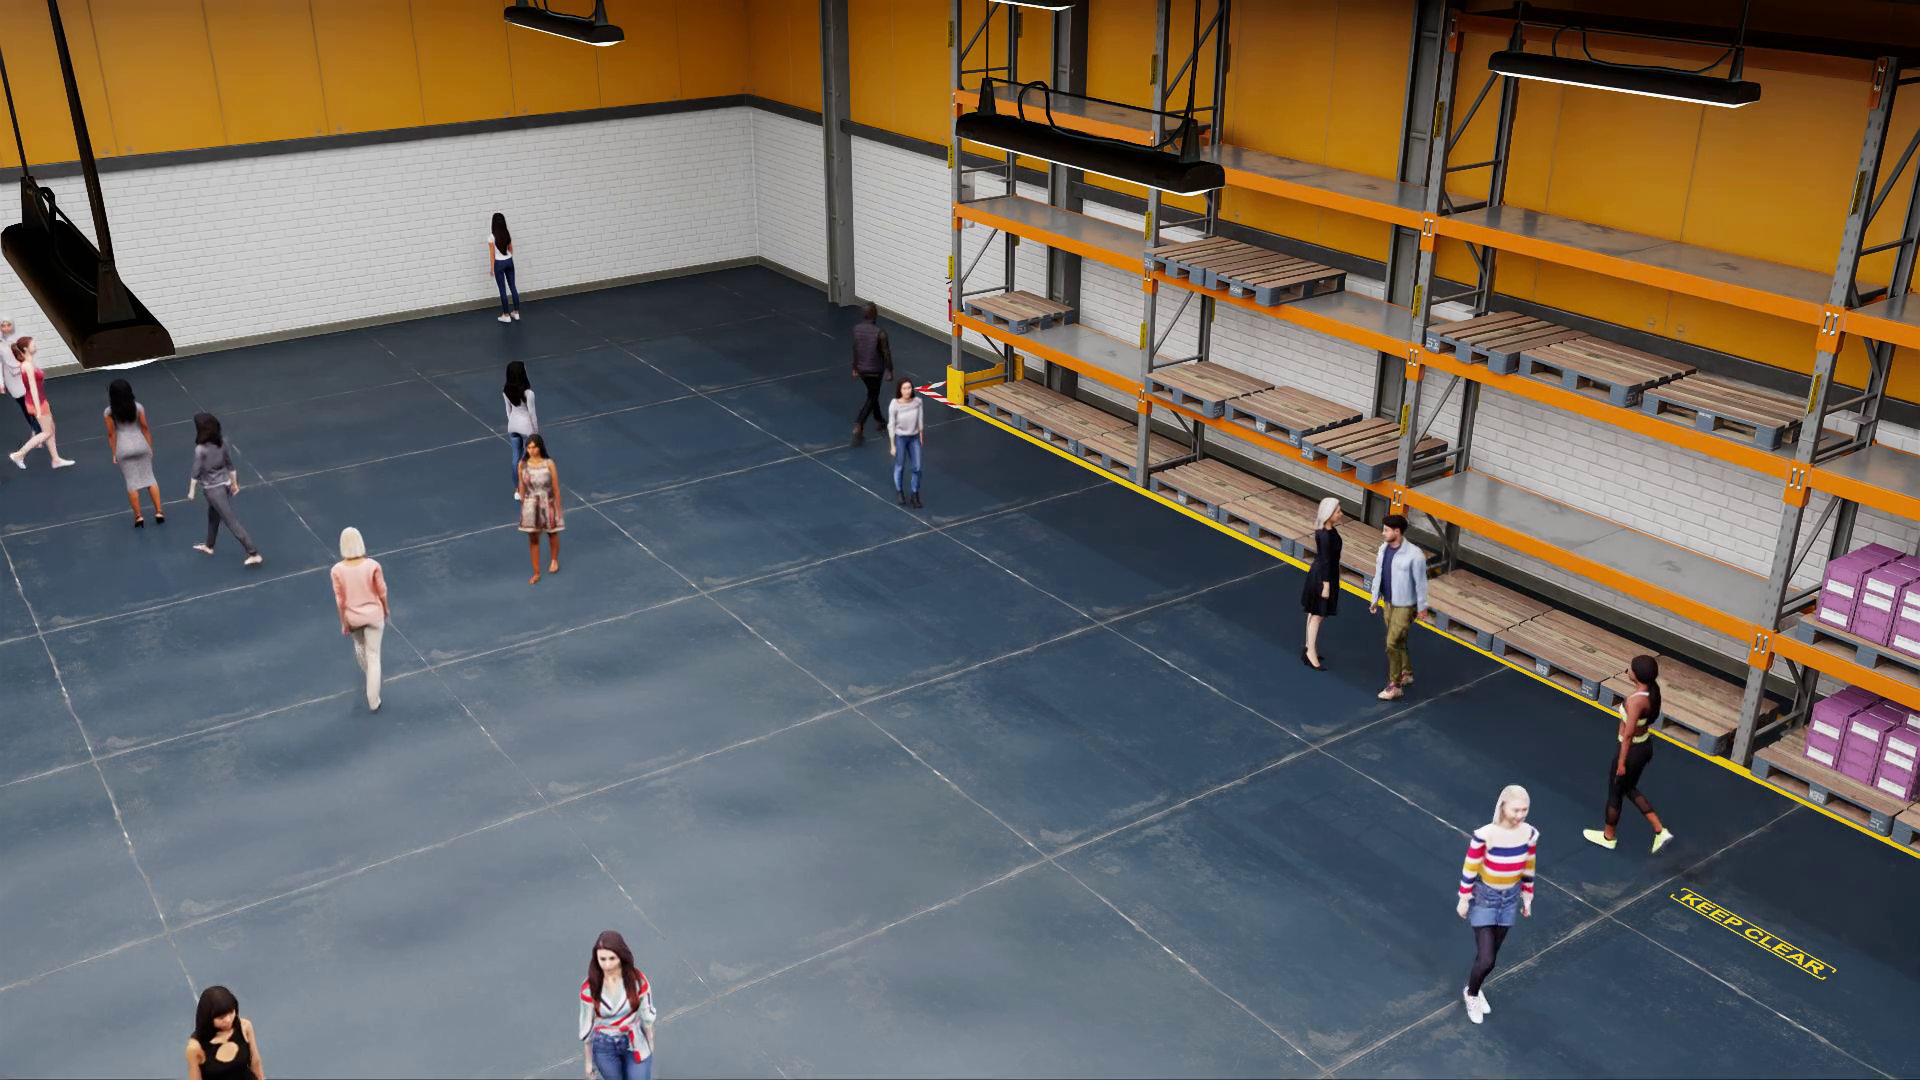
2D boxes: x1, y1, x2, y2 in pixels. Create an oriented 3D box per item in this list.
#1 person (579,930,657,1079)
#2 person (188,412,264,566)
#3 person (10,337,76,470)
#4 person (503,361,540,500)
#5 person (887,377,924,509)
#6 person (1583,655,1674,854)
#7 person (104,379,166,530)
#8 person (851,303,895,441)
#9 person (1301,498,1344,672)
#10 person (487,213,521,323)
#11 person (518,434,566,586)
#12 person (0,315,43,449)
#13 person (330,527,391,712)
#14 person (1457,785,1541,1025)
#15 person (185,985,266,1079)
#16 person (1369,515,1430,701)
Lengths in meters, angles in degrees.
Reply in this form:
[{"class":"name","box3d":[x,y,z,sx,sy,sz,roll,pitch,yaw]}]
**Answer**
[{"class":"person","box3d":[-2.058,3.024,10.113,0.710,1.601,0.738,-2,24,-5]},{"class":"person","box3d":[-7.975,-0.501,18.038,1.227,1.711,1.079,7,25,16]},{"class":"person","box3d":[-11.552,-1.657,20.658,0.644,1.731,0.867,-17,29,-34]},{"class":"person","box3d":[-5.230,-1.296,19.828,0.624,1.735,0.735,10,26,22]},{"class":"person","box3d":[-0.683,-1.183,19.722,0.707,1.612,0.782,-9,25,-19]},{"class":"person","box3d":[5.319,1.707,12.948,0.637,1.742,0.923,-20,31,-38]},{"class":"person","box3d":[-9.486,-0.995,19.084,0.587,1.780,0.524,-16,28,-32]},{"class":"person","box3d":[-1.212,-2.170,21.747,1.213,1.800,1.075,14,27,30]},{"class":"person","box3d":[3.480,0.400,15.934,0.758,1.746,0.699,4,24,10]},{"class":"person","box3d":[-7.379,-4.422,26.930,0.588,1.775,0.632,20,30,38]},{"class":"person","box3d":[-4.477,-0.400,17.923,0.892,1.620,0.996,-1,24,-3]},{"class":"person","box3d":[-12.214,-2.089,21.631,0.798,1.744,1.059,-7,25,-16]},{"class":"person","box3d":[-5.456,0.752,15.210,0.887,1.681,1.174,-5,24,-11]},{"class":"person","box3d":[3.578,2.405,11.286,0.764,1.796,0.760,-6,24,-14]},{"class":"person","box3d":[-4.262,3.226,9.613,0.650,1.631,0.686,-21,31,-39]},{"class":"person","box3d":[4.142,0.605,15.433,0.802,1.773,0.778,-15,28,-31]}]
